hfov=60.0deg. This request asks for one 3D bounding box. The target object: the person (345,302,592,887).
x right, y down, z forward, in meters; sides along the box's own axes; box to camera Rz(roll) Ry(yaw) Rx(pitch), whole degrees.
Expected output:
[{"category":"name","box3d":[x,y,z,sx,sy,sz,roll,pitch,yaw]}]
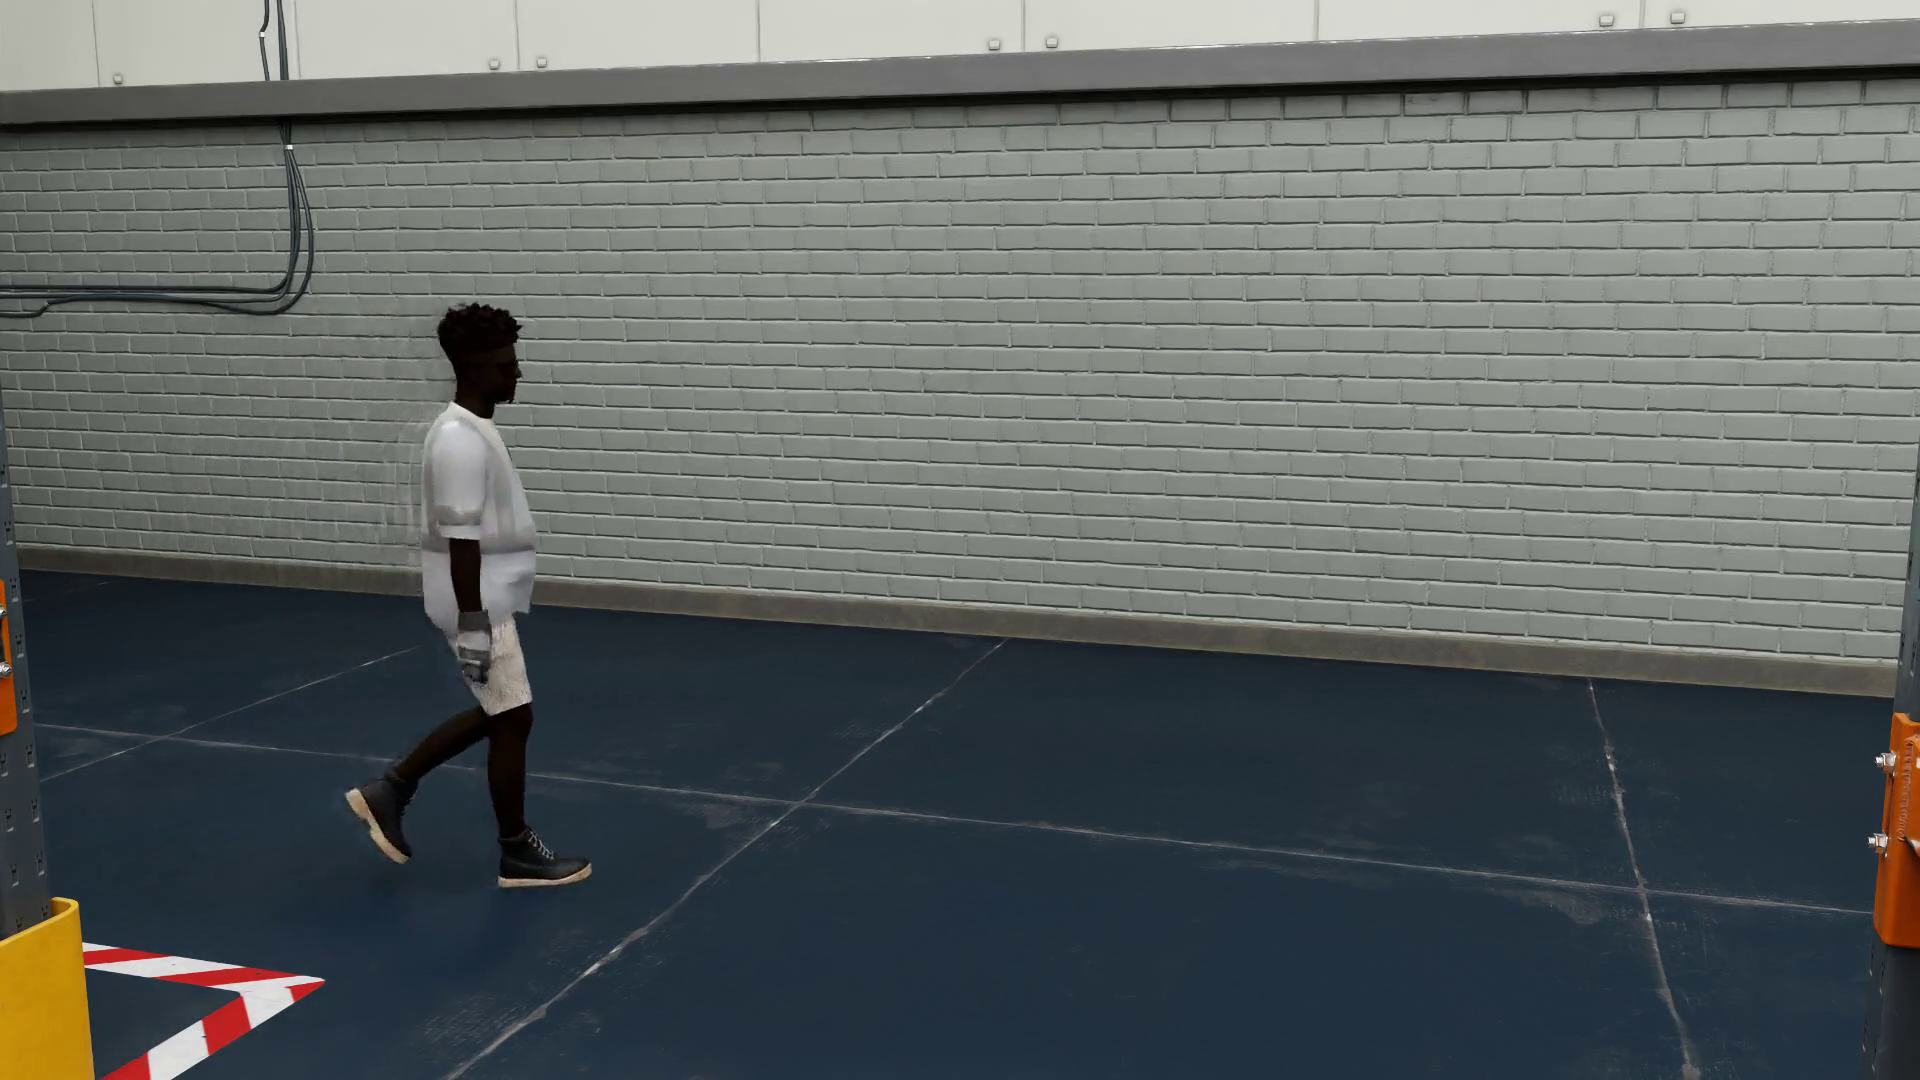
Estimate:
[{"category":"person","box3d":[-1.638,0.201,5.431,0.707,1.948,0.610,-2,10,-11]}]
